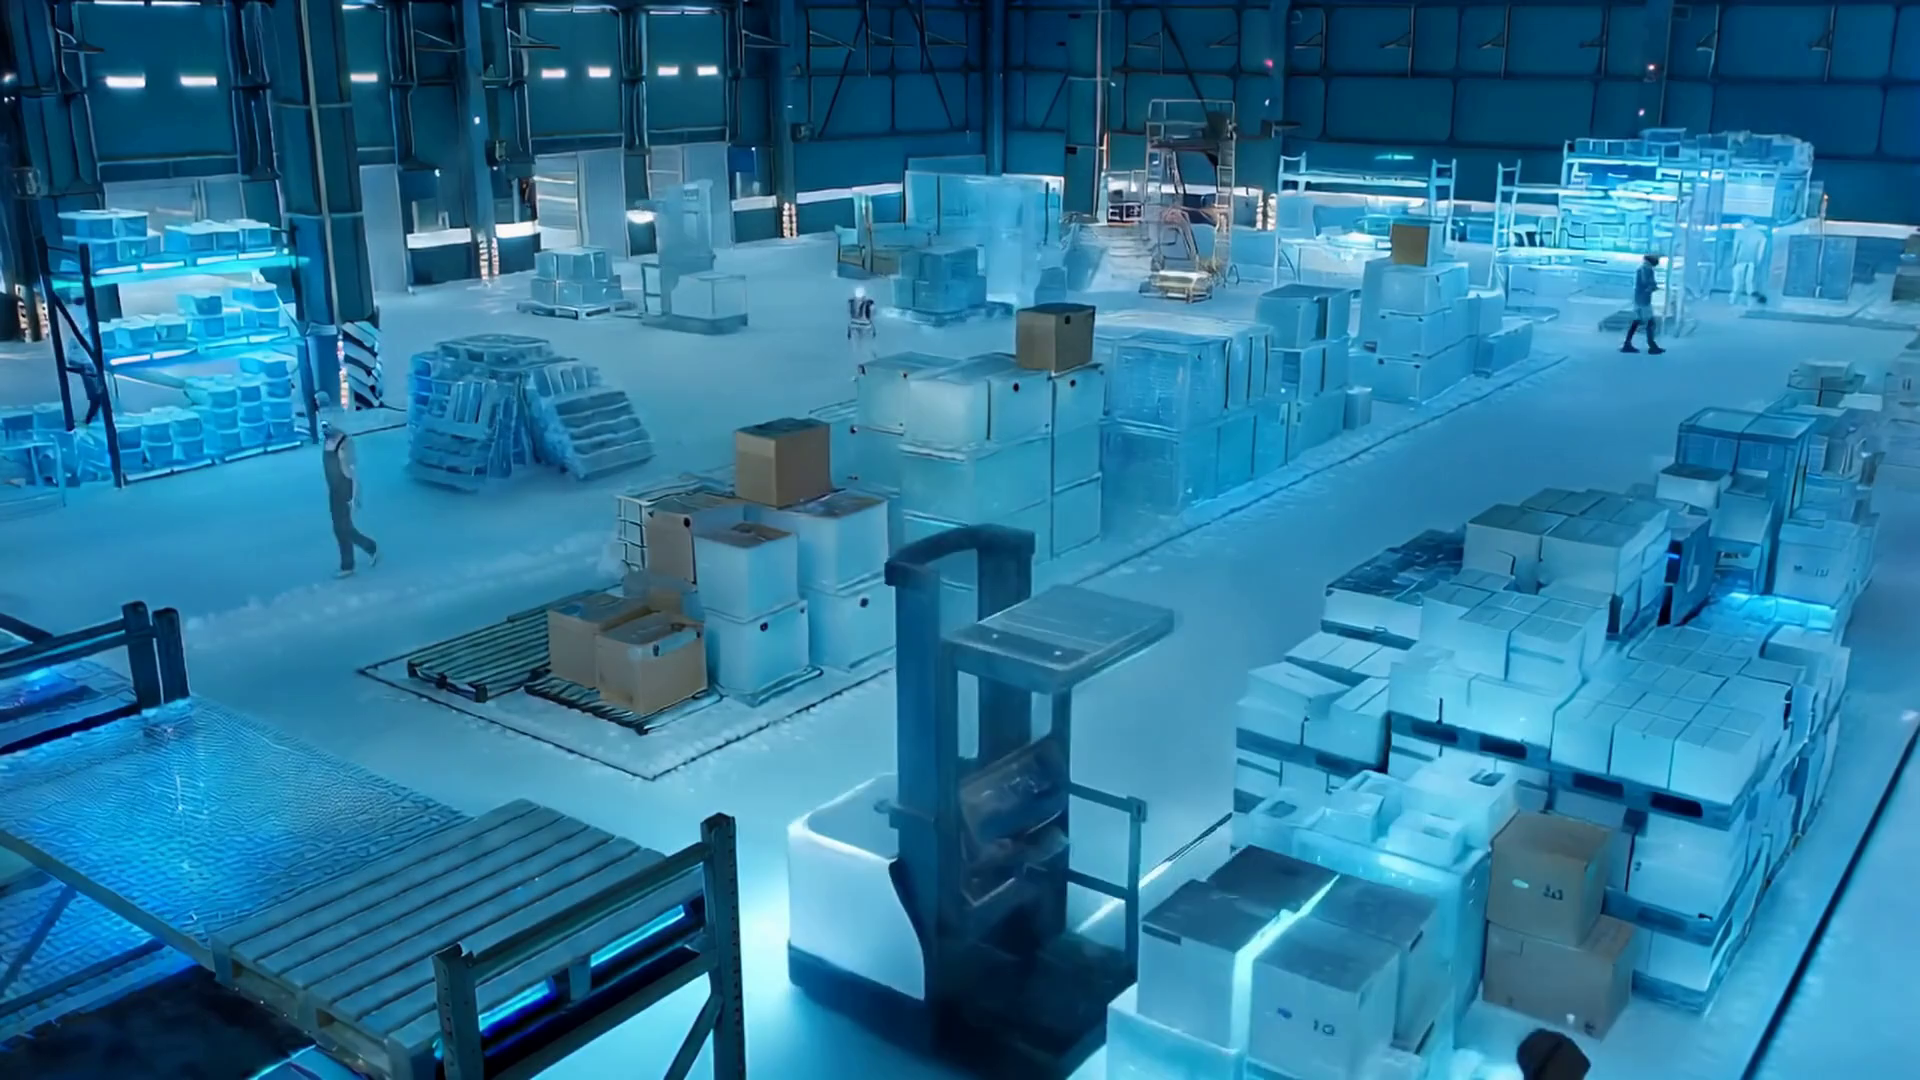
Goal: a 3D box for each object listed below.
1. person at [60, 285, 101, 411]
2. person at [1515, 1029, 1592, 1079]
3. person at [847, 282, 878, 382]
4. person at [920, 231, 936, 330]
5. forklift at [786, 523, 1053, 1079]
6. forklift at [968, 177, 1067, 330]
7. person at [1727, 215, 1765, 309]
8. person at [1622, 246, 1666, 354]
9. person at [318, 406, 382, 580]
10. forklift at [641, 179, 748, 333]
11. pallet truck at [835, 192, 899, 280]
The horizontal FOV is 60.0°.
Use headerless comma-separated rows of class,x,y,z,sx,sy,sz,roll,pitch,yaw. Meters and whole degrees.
person,-13.087,-2.830,24.847,0.565,1.894,0.832,-5,18,-17
person,2.102,2.723,6.341,0.628,1.946,0.466,-16,23,-42
person,-1.587,-3.446,27.332,0.520,1.622,0.644,5,18,17
person,-0.602,-4.982,31.969,0.338,1.882,0.583,1,17,3
forklift,0.005,1.350,9.304,1.873,2.768,1.129,12,21,35
forklift,1.139,-5.646,32.469,1.129,2.768,1.873,16,23,42
person,16.239,-5.746,34.402,0.636,1.938,0.358,0,17,-1
person,12.263,-4.252,29.504,0.852,1.900,0.567,6,18,19
person,-6.364,-0.499,17.208,0.541,1.834,0.481,14,21,38
forklift,-5.130,-5.487,31.942,1.873,2.768,1.129,12,21,35
pallet truck,-1.936,-7.159,38.982,1.885,1.965,0.823,-12,21,-34
